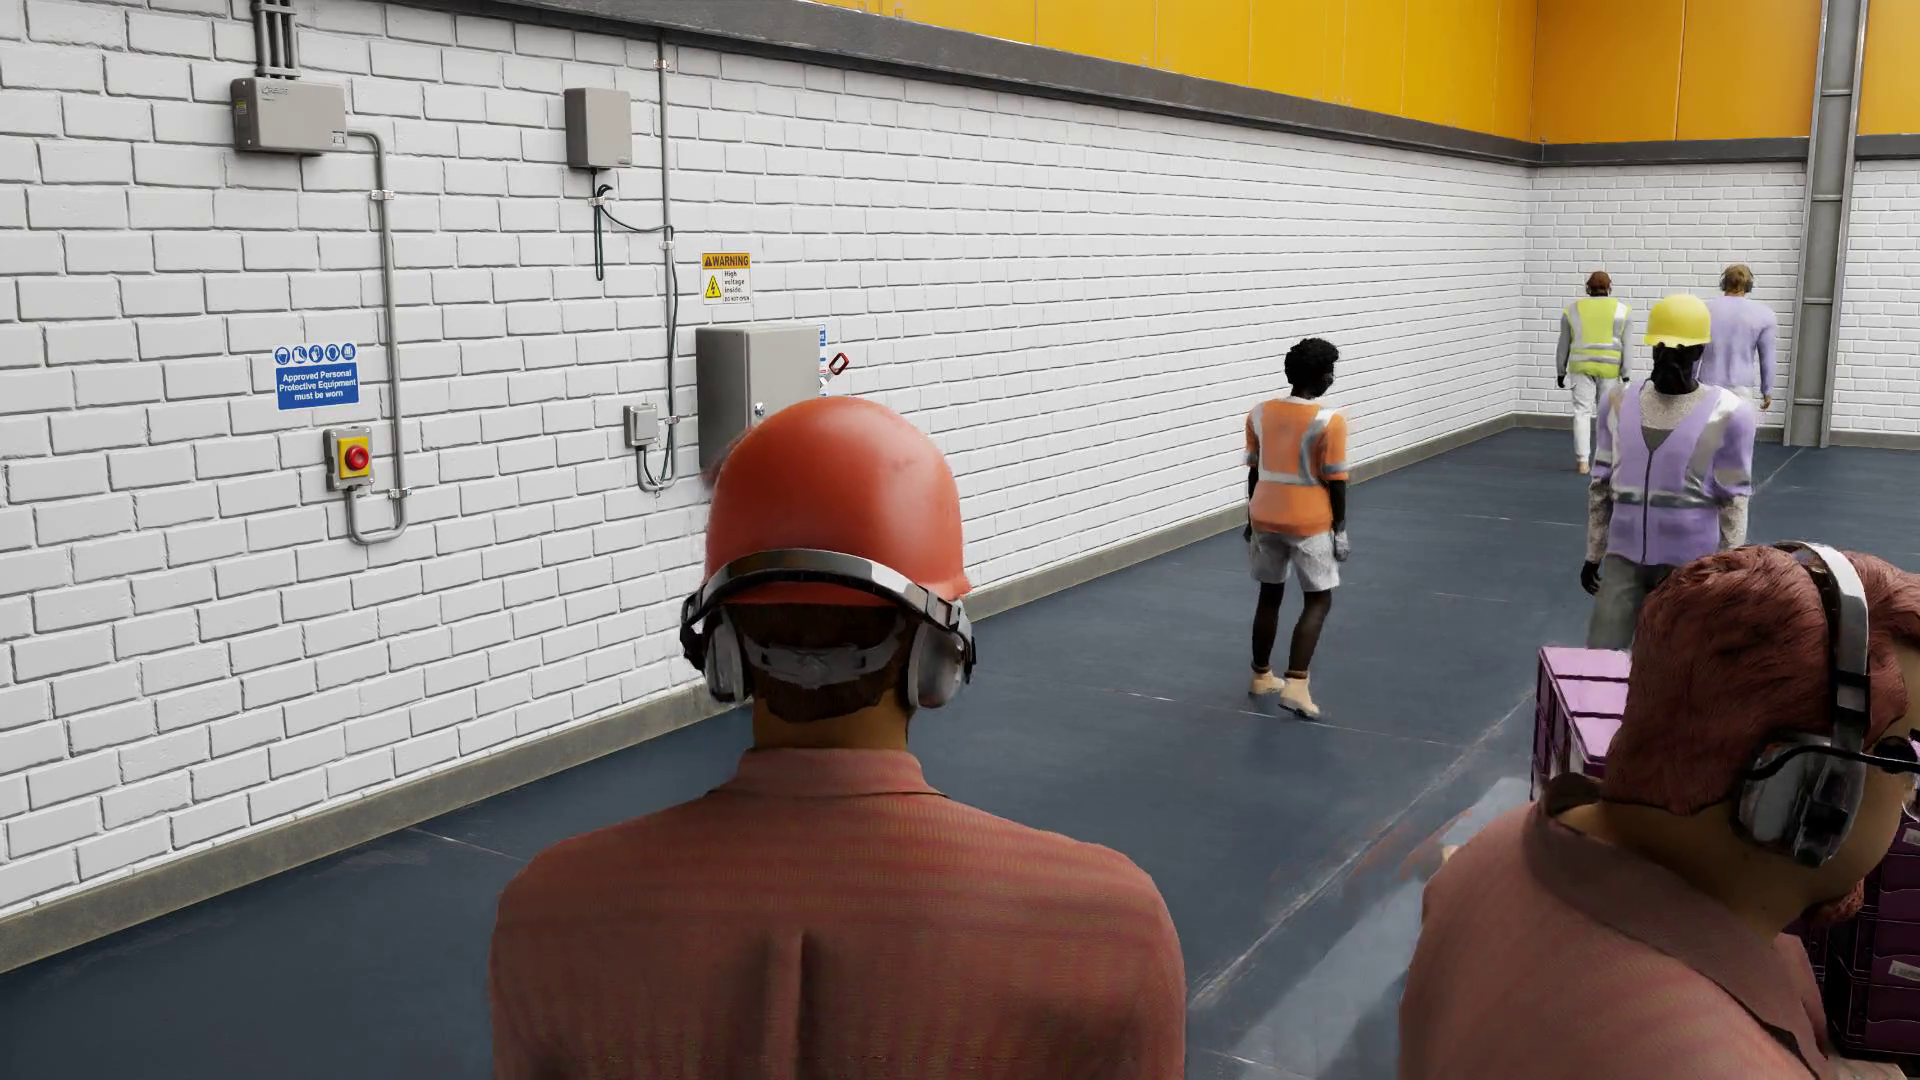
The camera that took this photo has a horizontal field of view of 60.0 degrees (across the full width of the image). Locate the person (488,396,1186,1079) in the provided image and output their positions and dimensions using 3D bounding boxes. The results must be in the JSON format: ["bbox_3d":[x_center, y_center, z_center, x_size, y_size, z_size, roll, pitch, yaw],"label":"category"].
[{"bbox_3d":[-0.095,0.864,1.489,0.691,1.964,0.524,2,10,10],"label":"person"}]

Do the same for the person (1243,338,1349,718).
[{"bbox_3d":[1.450,-0.058,7.428,0.480,1.673,0.576,-9,14,-41],"label":"person"}]

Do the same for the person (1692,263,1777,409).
[{"bbox_3d":[6.017,-1.193,13.006,0.646,1.919,0.648,7,12,33],"label":"person"}]

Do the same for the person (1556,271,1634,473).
[{"bbox_3d":[5.788,-1.531,15.176,0.652,1.822,0.701,4,11,23],"label":"person"}]

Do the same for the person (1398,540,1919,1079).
[{"bbox_3d":[0.582,0.926,1.424,0.584,1.879,0.657,2,10,12],"label":"person"}]

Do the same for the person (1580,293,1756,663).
[{"bbox_3d":[2.595,0.047,6.169,0.424,1.908,0.606,-9,14,-42],"label":"person"}]
